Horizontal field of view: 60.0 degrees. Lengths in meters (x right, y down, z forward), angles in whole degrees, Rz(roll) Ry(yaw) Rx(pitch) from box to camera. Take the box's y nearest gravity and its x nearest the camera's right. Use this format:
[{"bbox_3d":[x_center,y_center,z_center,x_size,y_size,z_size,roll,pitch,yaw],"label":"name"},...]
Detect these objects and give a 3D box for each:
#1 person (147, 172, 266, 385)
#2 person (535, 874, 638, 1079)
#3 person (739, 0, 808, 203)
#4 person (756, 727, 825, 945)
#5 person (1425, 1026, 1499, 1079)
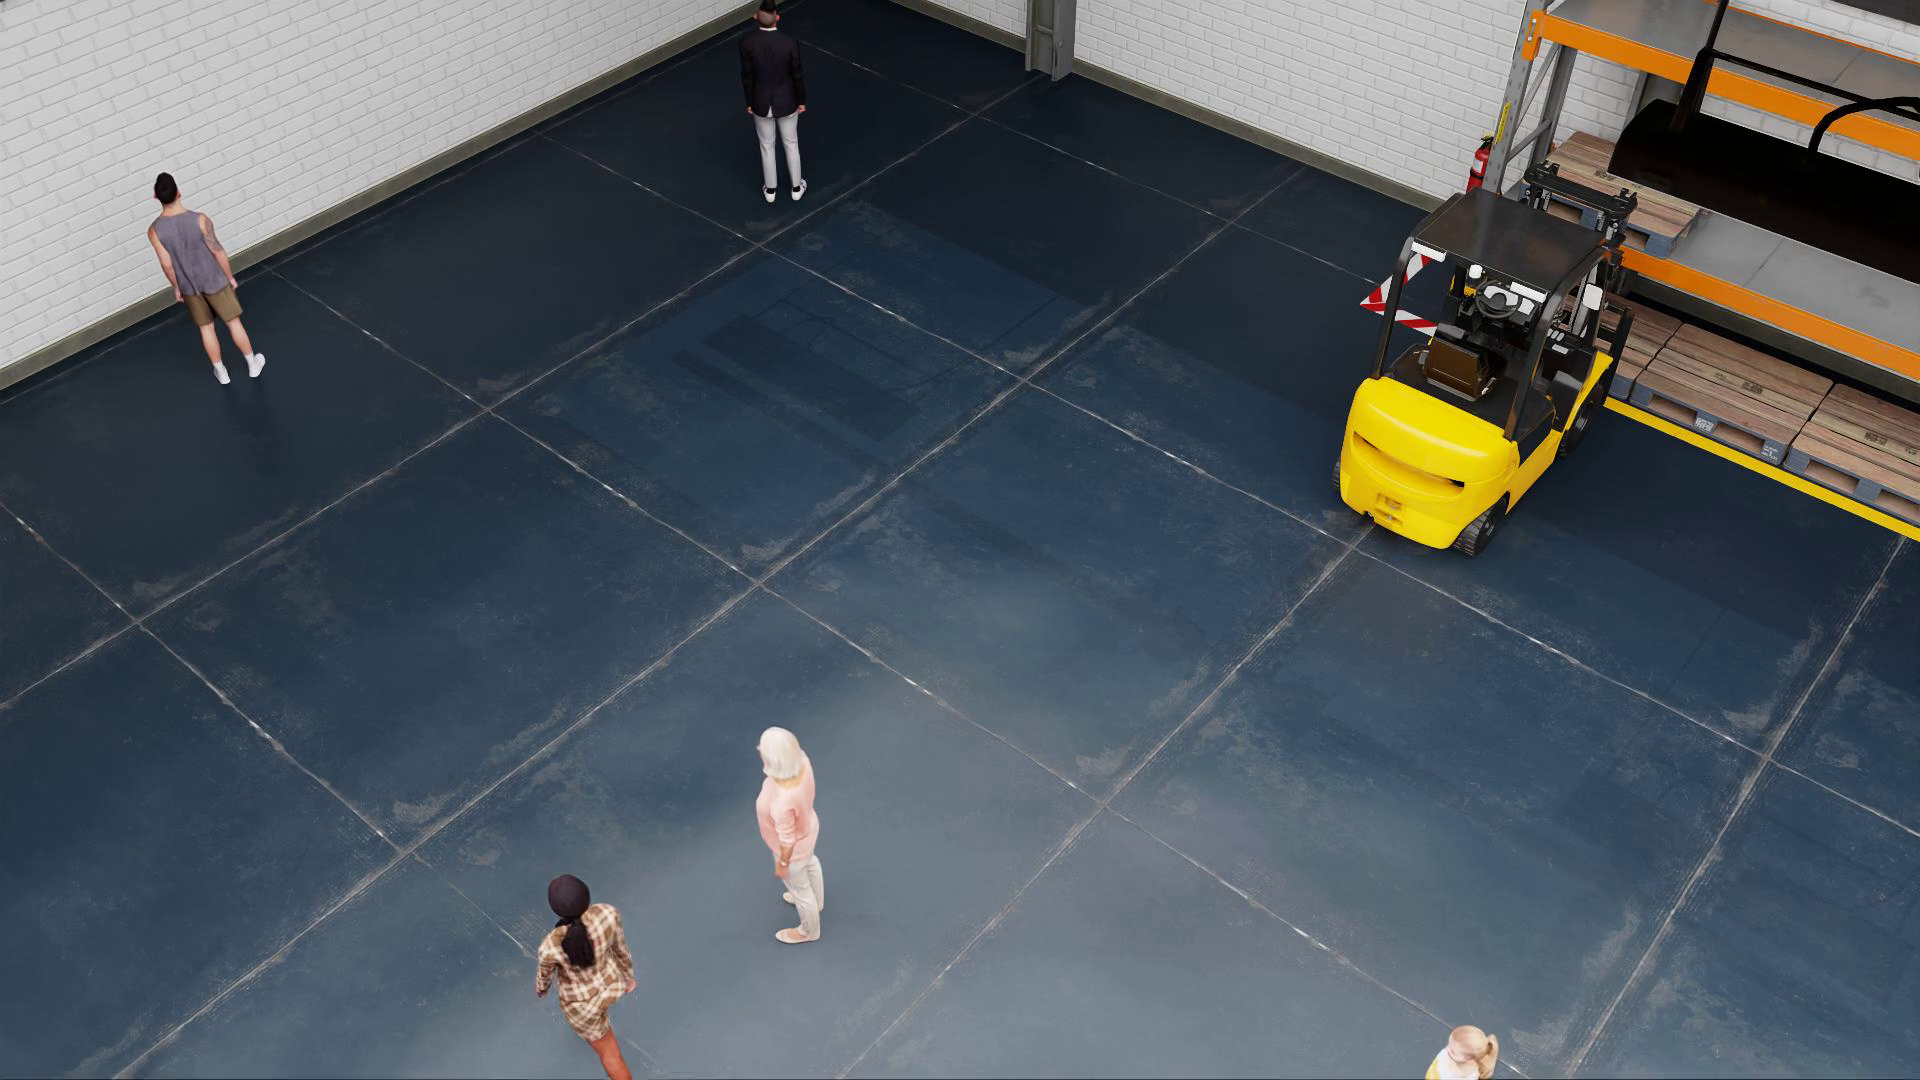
[{"bbox_3d":[-5.820,-1.990,12.771,0.725,1.847,0.747,-14,45,-14],"label":"person"},{"bbox_3d":[-1.771,2.328,8.268,0.682,1.746,1.100,-33,53,-30],"label":"person"},{"bbox_3d":[-1.632,-3.884,14.641,0.781,1.950,0.847,-2,44,-2],"label":"person"},{"bbox_3d":[-0.901,1.603,9.045,0.690,1.725,0.679,6,44,6],"label":"person"},{"bbox_3d":[2.401,2.751,8.165,0.614,1.277,0.568,5,44,5],"label":"person"}]
